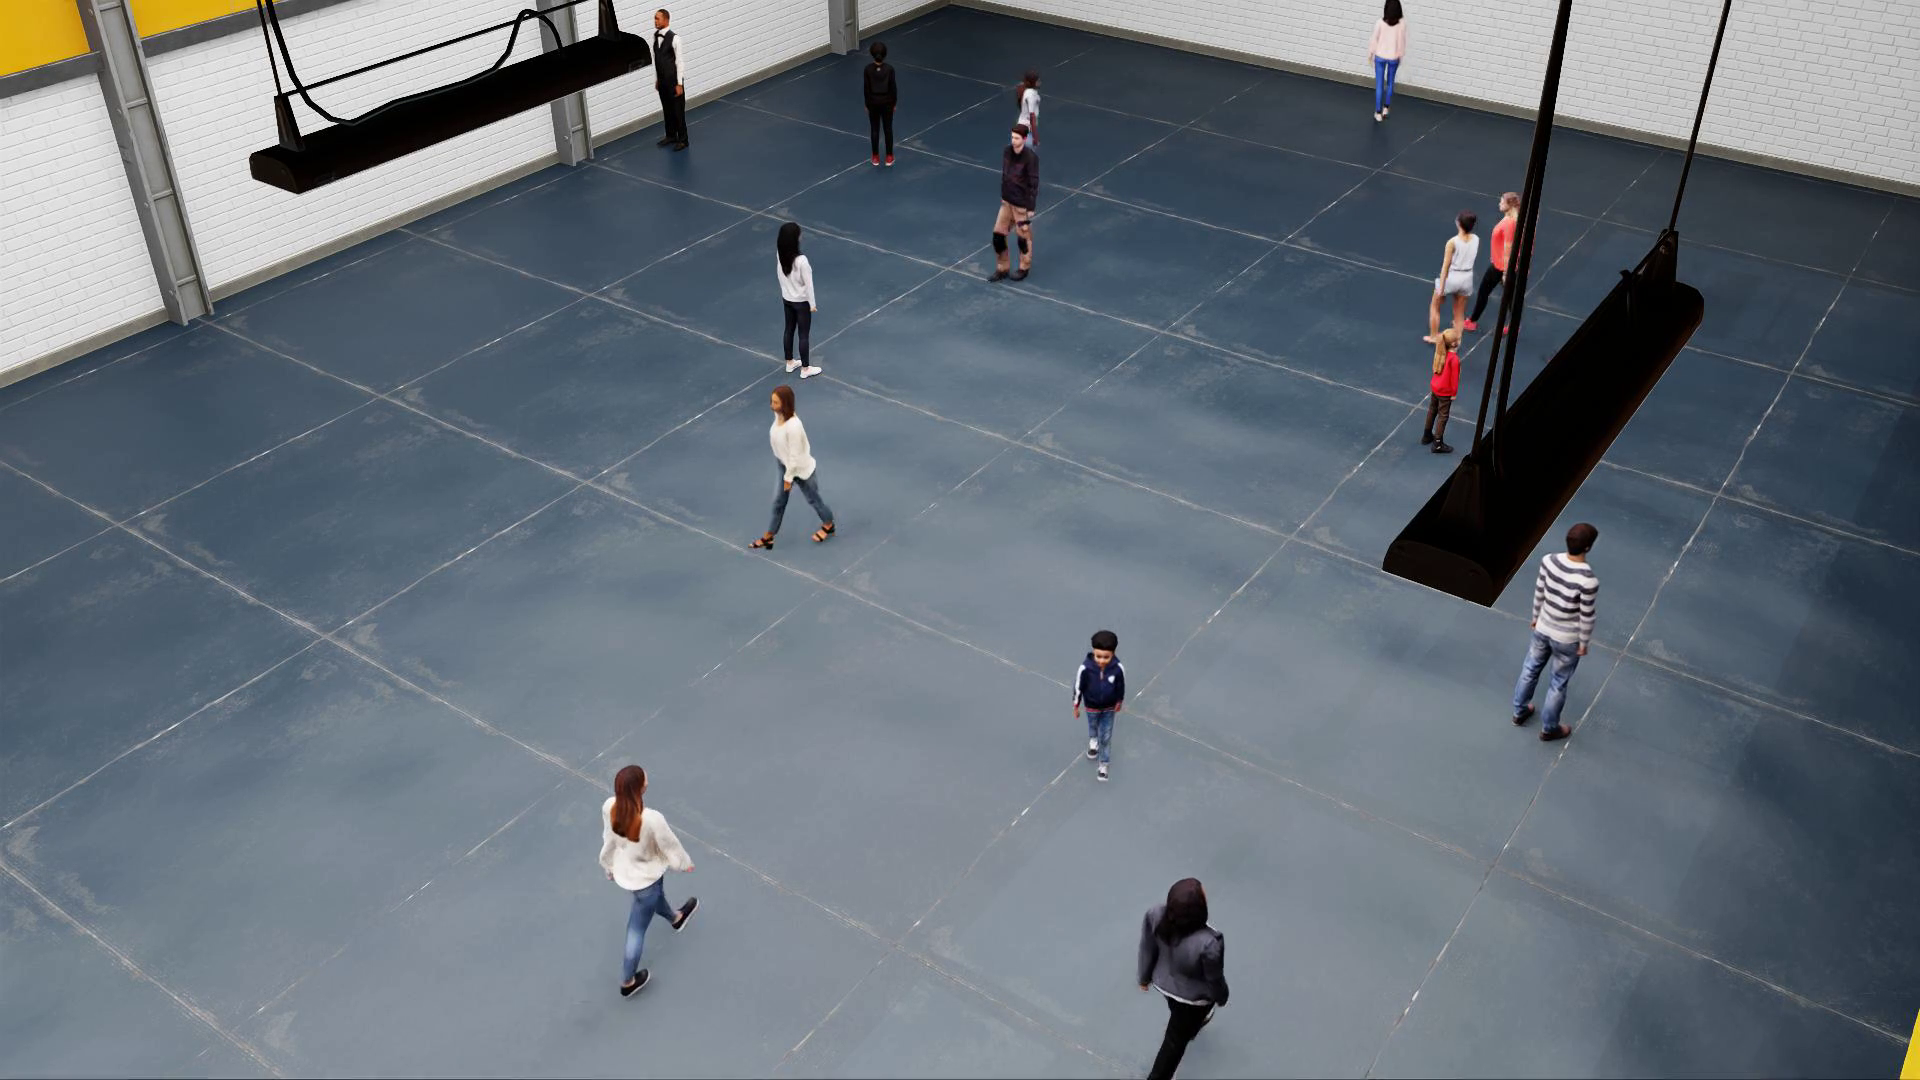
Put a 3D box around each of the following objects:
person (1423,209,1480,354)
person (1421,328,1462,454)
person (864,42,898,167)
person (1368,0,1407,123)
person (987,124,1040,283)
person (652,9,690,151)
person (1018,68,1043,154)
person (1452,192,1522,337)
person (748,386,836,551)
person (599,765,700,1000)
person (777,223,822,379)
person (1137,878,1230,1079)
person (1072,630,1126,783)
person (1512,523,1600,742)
[{"bbox_3d":[5.341,-2.730,17.772,0.725,1.603,0.786,-8,34,-12],"label":"person"},{"bbox_3d":[4.700,-1.469,16.165,0.637,1.281,0.586,-10,35,-15],"label":"person"},{"bbox_3d":[-1.075,-5.899,22.476,0.671,1.674,0.699,-1,34,-1],"label":"person"},{"bbox_3d":[6.130,-6.882,23.882,0.842,1.754,0.912,6,34,9],"label":"person"},{"bbox_3d":[0.728,-3.928,19.298,0.762,1.908,0.844,25,41,32],"label":"person"},{"bbox_3d":[-4.003,-6.367,22.959,0.709,1.918,0.581,24,41,32],"label":"person"},{"bbox_3d":[0.841,-5.313,21.570,0.870,1.700,0.794,-10,35,-15],"label":"person"},{"bbox_3d":[5.974,-2.939,18.037,0.882,1.658,0.955,16,37,22],"label":"person"},{"bbox_3d":[-1.367,-0.641,14.597,1.152,1.638,0.929,-16,37,-23],"label":"person"},{"bbox_3d":[-2.041,2.159,10.375,0.621,1.648,1.048,21,39,29],"label":"person"},{"bbox_3d":[-1.713,-2.514,17.358,0.633,1.702,0.578,25,41,33],"label":"person"},{"bbox_3d":[1.261,2.639,9.733,1.073,1.560,0.805,-28,43,-35],"label":"person"},{"bbox_3d":[1.038,1.149,12.304,0.724,1.196,0.872,5,34,7],"label":"person"},{"bbox_3d":[4.470,0.674,12.424,0.652,1.854,0.711,-22,39,-29],"label":"person"}]
